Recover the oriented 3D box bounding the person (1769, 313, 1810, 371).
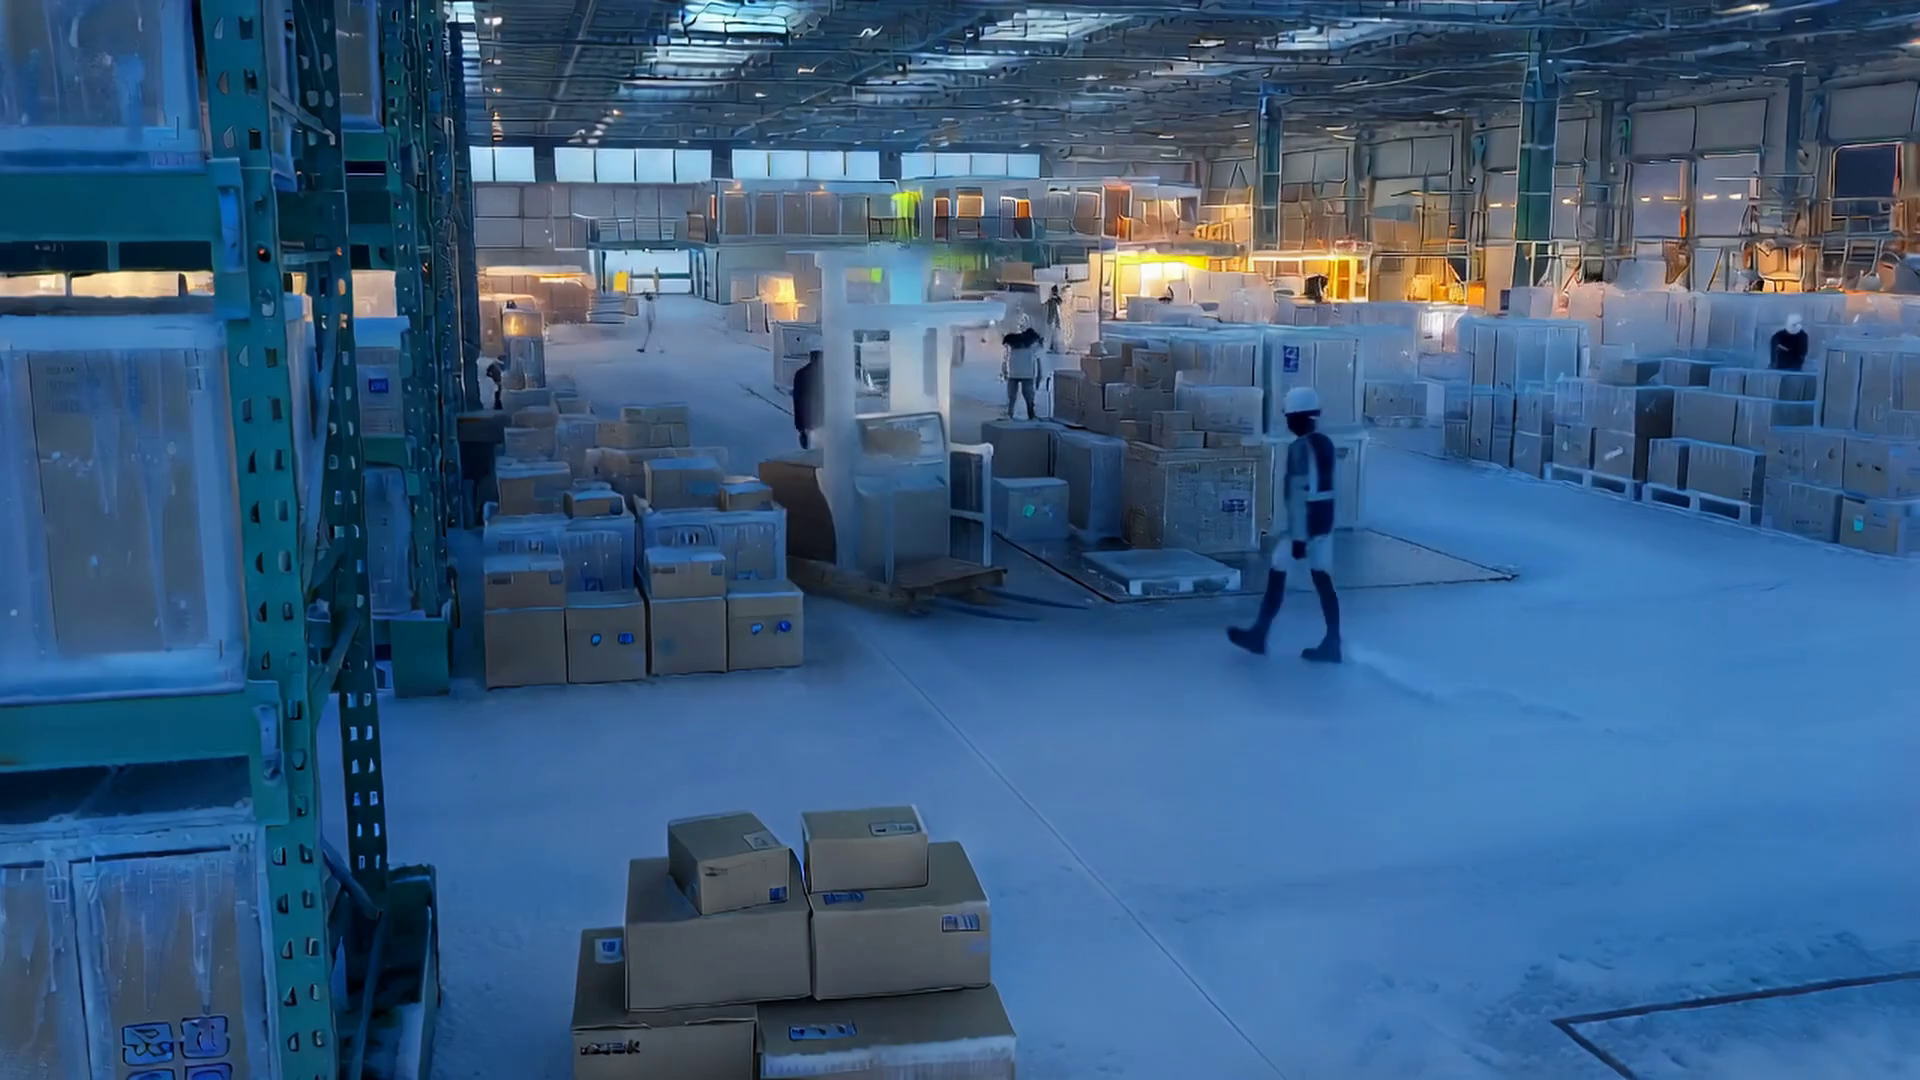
[{"bbox_3d":[12.339,-2.422,24.696,0.645,1.883,1.001,-1,10,-7],"label":"person"}]

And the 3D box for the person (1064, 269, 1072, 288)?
[{"bbox_3d":[4.380,-10.301,69.226,0.597,1.916,0.371,-1,10,-4],"label":"person"}]

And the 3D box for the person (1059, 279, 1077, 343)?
[{"bbox_3d":[3.230,-6.851,49.734,0.551,1.917,0.785,2,10,9],"label":"person"}]

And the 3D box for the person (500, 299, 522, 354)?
[{"bbox_3d":[-10.485,-4.805,38.891,0.514,1.641,0.309,-6,12,-31],"label":"person"}]

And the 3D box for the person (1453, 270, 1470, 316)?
[{"bbox_3d":[20.785,-10.232,68.906,0.619,1.898,0.997,1,10,3],"label":"person"}]

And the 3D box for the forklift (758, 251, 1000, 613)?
[{"bbox_3d":[-0.730,-0.972,13.680,1.873,2.768,1.129,10,14,44],"label":"forklift"}]

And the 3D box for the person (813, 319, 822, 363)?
[{"bbox_3d":[-2.210,-2.856,27.716,0.543,1.681,0.627,-4,11,-24],"label":"person"}]

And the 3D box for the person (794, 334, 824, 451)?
[{"bbox_3d":[-1.404,-1.163,17.373,0.636,1.952,0.928,-5,11,-28],"label":"person"}]

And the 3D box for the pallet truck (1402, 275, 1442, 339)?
[{"bbox_3d":[14.620,-7.324,52.145,0.823,1.965,1.885,8,13,40],"label":"pallet truck"}]

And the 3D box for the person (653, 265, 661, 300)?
[{"bbox_3d":[-16.429,-13.934,90.011,0.332,1.842,0.508,-8,13,-38],"label":"person"}]

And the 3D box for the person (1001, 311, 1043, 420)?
[{"bbox_3d":[0.888,-2.340,24.086,0.636,1.938,0.358,4,11,21],"label":"person"}]

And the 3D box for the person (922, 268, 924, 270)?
[{"bbox_3d":[-1.642,-10.923,72.583,0.617,1.973,0.634,-8,13,-39],"label":"person"}]

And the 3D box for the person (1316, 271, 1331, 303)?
[{"bbox_3d":[15.603,-10.631,71.340,0.659,1.829,0.450,10,14,43],"label":"person"}]

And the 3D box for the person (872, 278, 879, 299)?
[{"bbox_3d":[-3.018,-8.457,59.278,0.304,1.743,0.494,0,10,0],"label":"person"}]

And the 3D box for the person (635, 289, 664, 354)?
[{"bbox_3d":[-8.345,-5.858,44.596,0.886,1.717,0.551,2,10,11],"label":"person"}]

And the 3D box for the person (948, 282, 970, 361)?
[{"bbox_3d":[-0.051,-5.483,41.803,0.603,1.967,0.366,2,10,11],"label":"person"}]

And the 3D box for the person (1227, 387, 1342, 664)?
[{"bbox_3d":[2.316,-0.113,11.585,0.935,1.892,0.571,9,14,42],"label":"person"}]

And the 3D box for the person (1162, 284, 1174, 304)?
[{"bbox_3d":[5.538,-5.730,43.446,0.574,1.883,0.355,6,12,31],"label":"person"}]

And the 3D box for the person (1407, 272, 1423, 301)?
[{"bbox_3d":[18.854,-10.192,68.922,0.618,1.813,0.883,3,10,15],"label":"person"}]

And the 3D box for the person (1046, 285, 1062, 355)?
[{"bbox_3d":[2.491,-5.832,44.106,0.316,1.859,0.526,-9,13,-42],"label":"person"}]

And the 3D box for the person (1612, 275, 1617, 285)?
[{"bbox_3d":[19.137,-6.710,48.546,0.698,2.000,0.535,-2,10,-12],"label":"person"}]

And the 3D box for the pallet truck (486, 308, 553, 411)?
[{"bbox_3d":[-6.242,-2.418,24.362,0.823,1.965,1.885,1,10,3],"label":"pallet truck"}]

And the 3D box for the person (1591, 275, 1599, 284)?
[{"bbox_3d":[21.524,-8.044,56.546,0.604,1.873,1.003,-3,10,-16],"label":"person"}]
